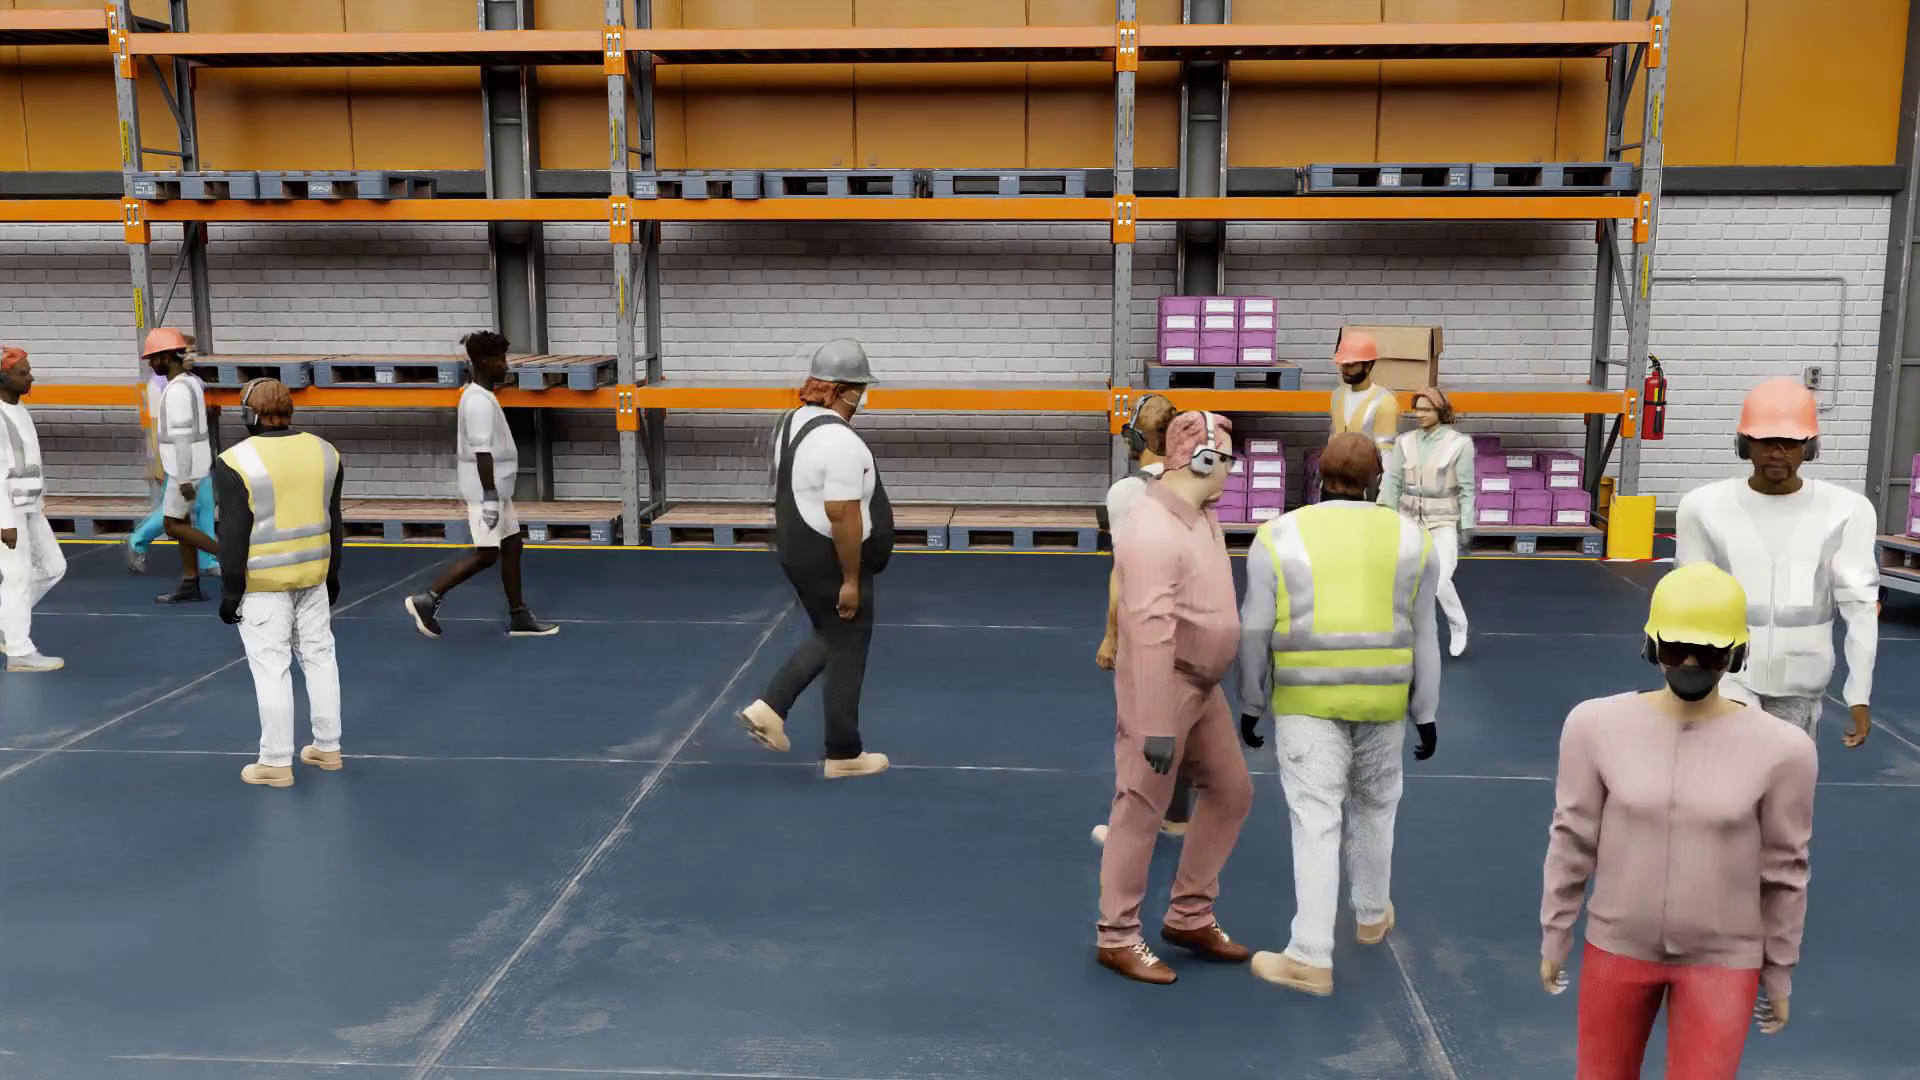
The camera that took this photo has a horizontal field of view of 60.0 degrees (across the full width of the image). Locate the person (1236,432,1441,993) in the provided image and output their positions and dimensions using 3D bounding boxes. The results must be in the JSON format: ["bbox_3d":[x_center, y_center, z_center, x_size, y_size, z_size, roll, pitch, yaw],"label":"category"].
[{"bbox_3d":[1.250,0.551,5.549,0.652,1.808,0.664,0,10,-1],"label":"person"}]

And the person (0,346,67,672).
[{"bbox_3d":[-5.369,-0.164,9.482,0.419,1.871,0.605,-2,10,-12],"label":"person"}]

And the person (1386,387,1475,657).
[{"bbox_3d":[2.737,-0.077,9.695,0.371,1.628,0.533,-9,13,-42],"label":"person"}]

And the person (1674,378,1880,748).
[{"bbox_3d":[2.712,0.450,5.579,0.627,1.975,1.086,4,10,21],"label":"person"}]

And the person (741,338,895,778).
[{"bbox_3d":[-0.597,0.080,7.571,0.630,2.000,0.694,-5,11,-27],"label":"person"}]

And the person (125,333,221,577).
[{"bbox_3d":[-5.780,-0.607,12.250,0.720,1.823,0.569,1,10,9],"label":"person"}]

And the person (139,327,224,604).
[{"bbox_3d":[-5.237,-0.495,11.349,0.559,1.907,0.549,-3,10,-16],"label":"person"}]

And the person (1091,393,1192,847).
[{"bbox_3d":[0.755,0.336,6.643,0.507,1.846,0.345,-8,13,-40],"label":"person"}]

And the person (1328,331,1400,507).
[{"bbox_3d":[2.533,-0.343,10.404,0.591,1.921,0.558,-5,11,-29],"label":"person"}]

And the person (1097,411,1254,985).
[{"bbox_3d":[0.762,0.519,5.463,0.638,1.878,0.699,4,11,24],"label":"person"}]

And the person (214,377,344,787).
[{"bbox_3d":[-3.083,0.186,7.533,0.427,1.841,0.633,6,11,30],"label":"person"}]

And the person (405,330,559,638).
[{"bbox_3d":[-2.978,-0.323,10.247,0.840,1.938,0.605,-2,10,-14],"label":"person"}]

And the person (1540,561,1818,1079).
[{"bbox_3d":[1.588,0.885,3.712,0.534,1.743,0.678,5,11,27],"label":"person"}]
